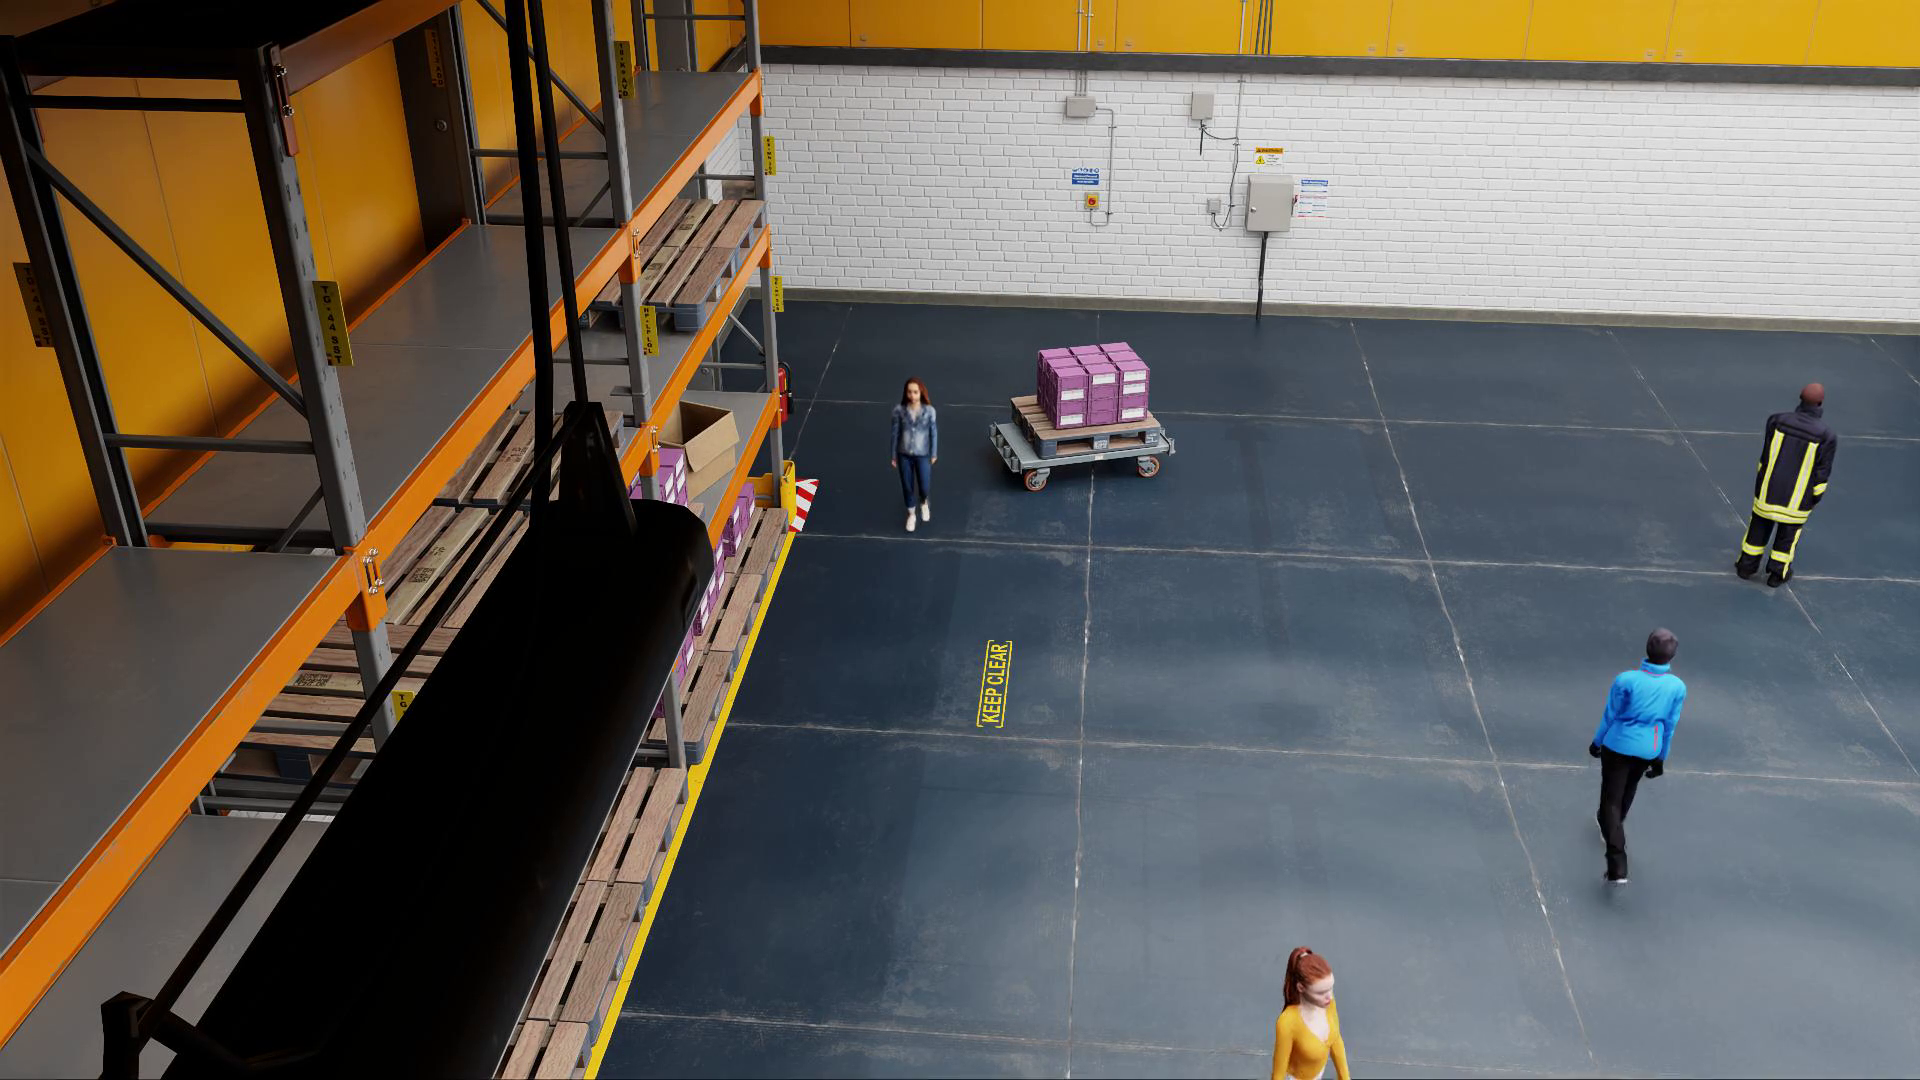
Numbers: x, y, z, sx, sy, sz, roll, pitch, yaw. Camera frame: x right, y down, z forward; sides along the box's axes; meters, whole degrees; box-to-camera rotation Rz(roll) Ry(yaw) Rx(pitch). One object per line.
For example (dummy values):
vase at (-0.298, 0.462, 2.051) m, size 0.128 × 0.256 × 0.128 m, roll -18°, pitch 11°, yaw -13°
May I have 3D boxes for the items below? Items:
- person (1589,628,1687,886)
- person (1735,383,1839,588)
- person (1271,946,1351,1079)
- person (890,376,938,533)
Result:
person at (4.304, 1.395, 10.627) m, size 0.646 × 1.768 × 1.132 m, roll 1°, pitch 29°, yaw 1°
person at (6.980, -0.480, 14.008) m, size 0.857 × 1.821 × 0.895 m, roll 24°, pitch 37°, yaw 37°
person at (1.609, 2.701, 8.301) m, size 1.093 × 1.703 × 1.177 m, roll 22°, pitch 35°, yaw 34°
person at (-0.410, -0.803, 14.972) m, size 0.565 × 1.466 × 0.563 m, roll 2°, pitch 29°, yaw 4°
